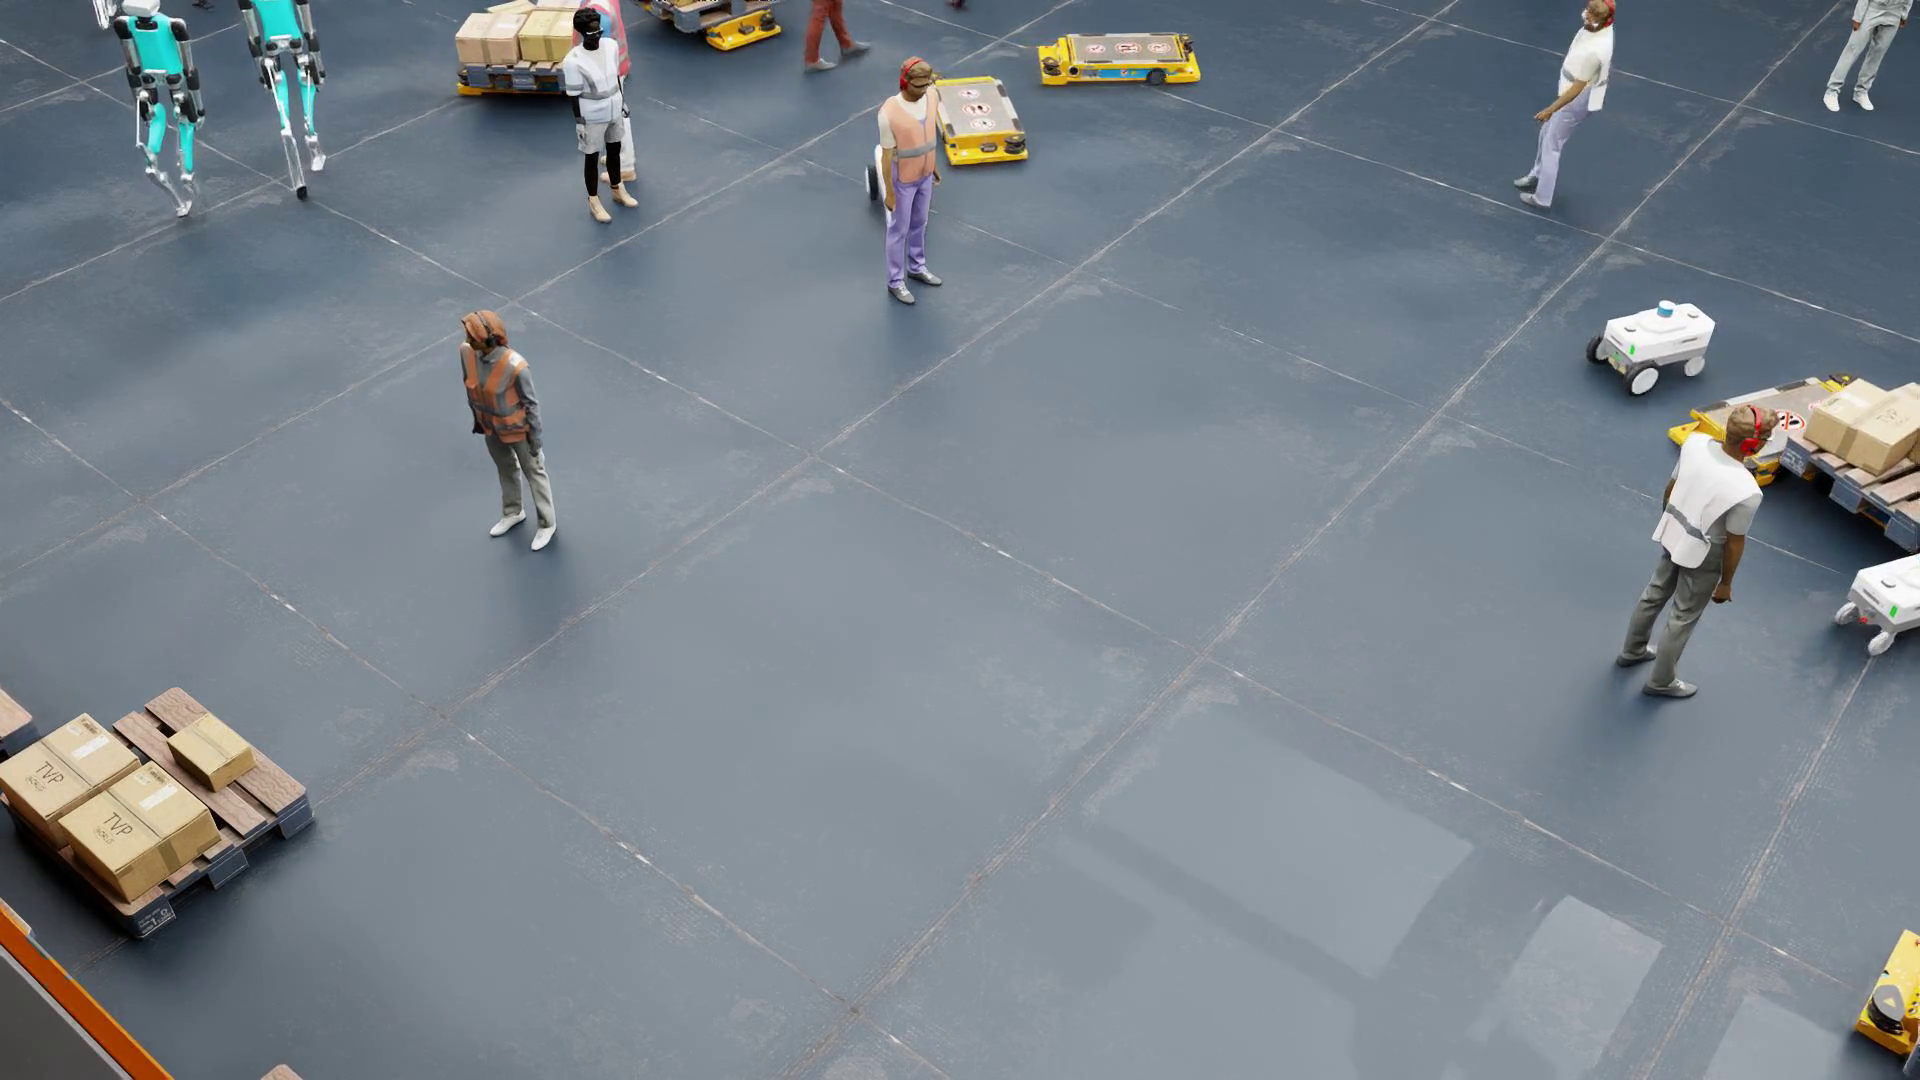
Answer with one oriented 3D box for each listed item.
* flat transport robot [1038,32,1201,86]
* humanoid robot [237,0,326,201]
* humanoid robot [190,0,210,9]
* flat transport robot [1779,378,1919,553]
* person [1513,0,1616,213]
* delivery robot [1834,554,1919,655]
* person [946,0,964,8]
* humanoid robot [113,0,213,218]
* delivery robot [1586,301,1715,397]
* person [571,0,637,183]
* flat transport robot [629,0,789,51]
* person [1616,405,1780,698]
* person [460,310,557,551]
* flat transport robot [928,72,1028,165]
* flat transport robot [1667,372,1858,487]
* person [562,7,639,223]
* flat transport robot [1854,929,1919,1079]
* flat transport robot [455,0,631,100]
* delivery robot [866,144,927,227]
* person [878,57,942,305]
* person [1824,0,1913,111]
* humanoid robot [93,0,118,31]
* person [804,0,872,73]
[{"bbox_3d":[1.455,-4.412,15.268,1.431,0.231,0.659,-1,40,-1],"label":"flat transport robot"},{"bbox_3d":[-5.301,-3.572,13.163,0.537,1.768,0.984,-9,41,-11],"label":"humanoid robot"},{"bbox_3d":[-7.565,-6.022,16.089,0.612,1.635,0.605,-27,47,-28],"label":"humanoid robot"},{"bbox_3d":[5.918,-0.288,10.417,0.659,0.231,1.431,-18,44,-20],"label":"flat transport robot"},{"bbox_3d":[4.749,-3.419,12.919,0.480,1.794,0.679,14,42,16],"label":"person"},{"bbox_3d":[5.483,0.308,9.510,0.790,0.614,0.499,-13,42,-15],"label":"delivery robot"},{"bbox_3d":[0.031,-6.091,16.136,0.544,1.700,0.890,24,46,25],"label":"person"},{"bbox_3d":[-6.090,-3.216,12.742,0.559,1.805,0.824,0,40,0],"label":"humanoid robot"},{"bbox_3d":[4.782,-1.374,11.457,0.747,0.572,0.499,-13,42,-15],"label":"delivery robot"},{"bbox_3d":[-2.857,-3.766,13.306,0.431,1.837,0.629,-6,41,-6],"label":"person"},{"bbox_3d":[-2.422,-5.115,16.095,0.659,0.231,1.431,-29,48,-30],"label":"flat transport robot"},{"bbox_3d":[3.872,0.063,8.789,0.374,1.840,0.567,-10,41,-12],"label":"person"},{"bbox_3d":[-2.659,-0.657,9.794,0.514,1.636,0.313,20,44,22],"label":"person"},{"bbox_3d":[0.122,-3.665,14.389,0.659,0.231,1.431,-7,41,-8],"label":"flat transport robot"},{"bbox_3d":[5.458,-0.719,10.923,1.431,0.231,0.659,-14,42,-16],"label":"flat transport robot"},{"bbox_3d":[-2.778,-3.297,12.852,0.314,1.695,0.539,27,47,28],"label":"person"},{"bbox_3d":[4.827,2.307,7.364,1.431,0.231,0.659,29,48,30],"label":"flat transport robot"},{"bbox_3d":[-3.763,-4.238,15.063,1.431,0.231,0.659,3,40,3],"label":"flat transport robot"},{"bbox_3d":[-0.474,-2.873,13.251,0.499,0.613,0.797,-6,41,-7],"label":"delivery robot"},{"bbox_3d":[-0.357,-2.596,11.920,0.393,1.835,0.568,27,47,28],"label":"person"},{"bbox_3d":[7.896,-4.509,14.254,0.482,1.732,0.346,-5,41,-6],"label":"person"},{"bbox_3d":[-8.194,-5.692,15.639,0.568,1.731,0.939,-12,42,-14],"label":"humanoid robot"},{"bbox_3d":[-1.100,-5.110,14.868,0.830,1.849,0.557,-17,43,-19],"label":"person"}]
